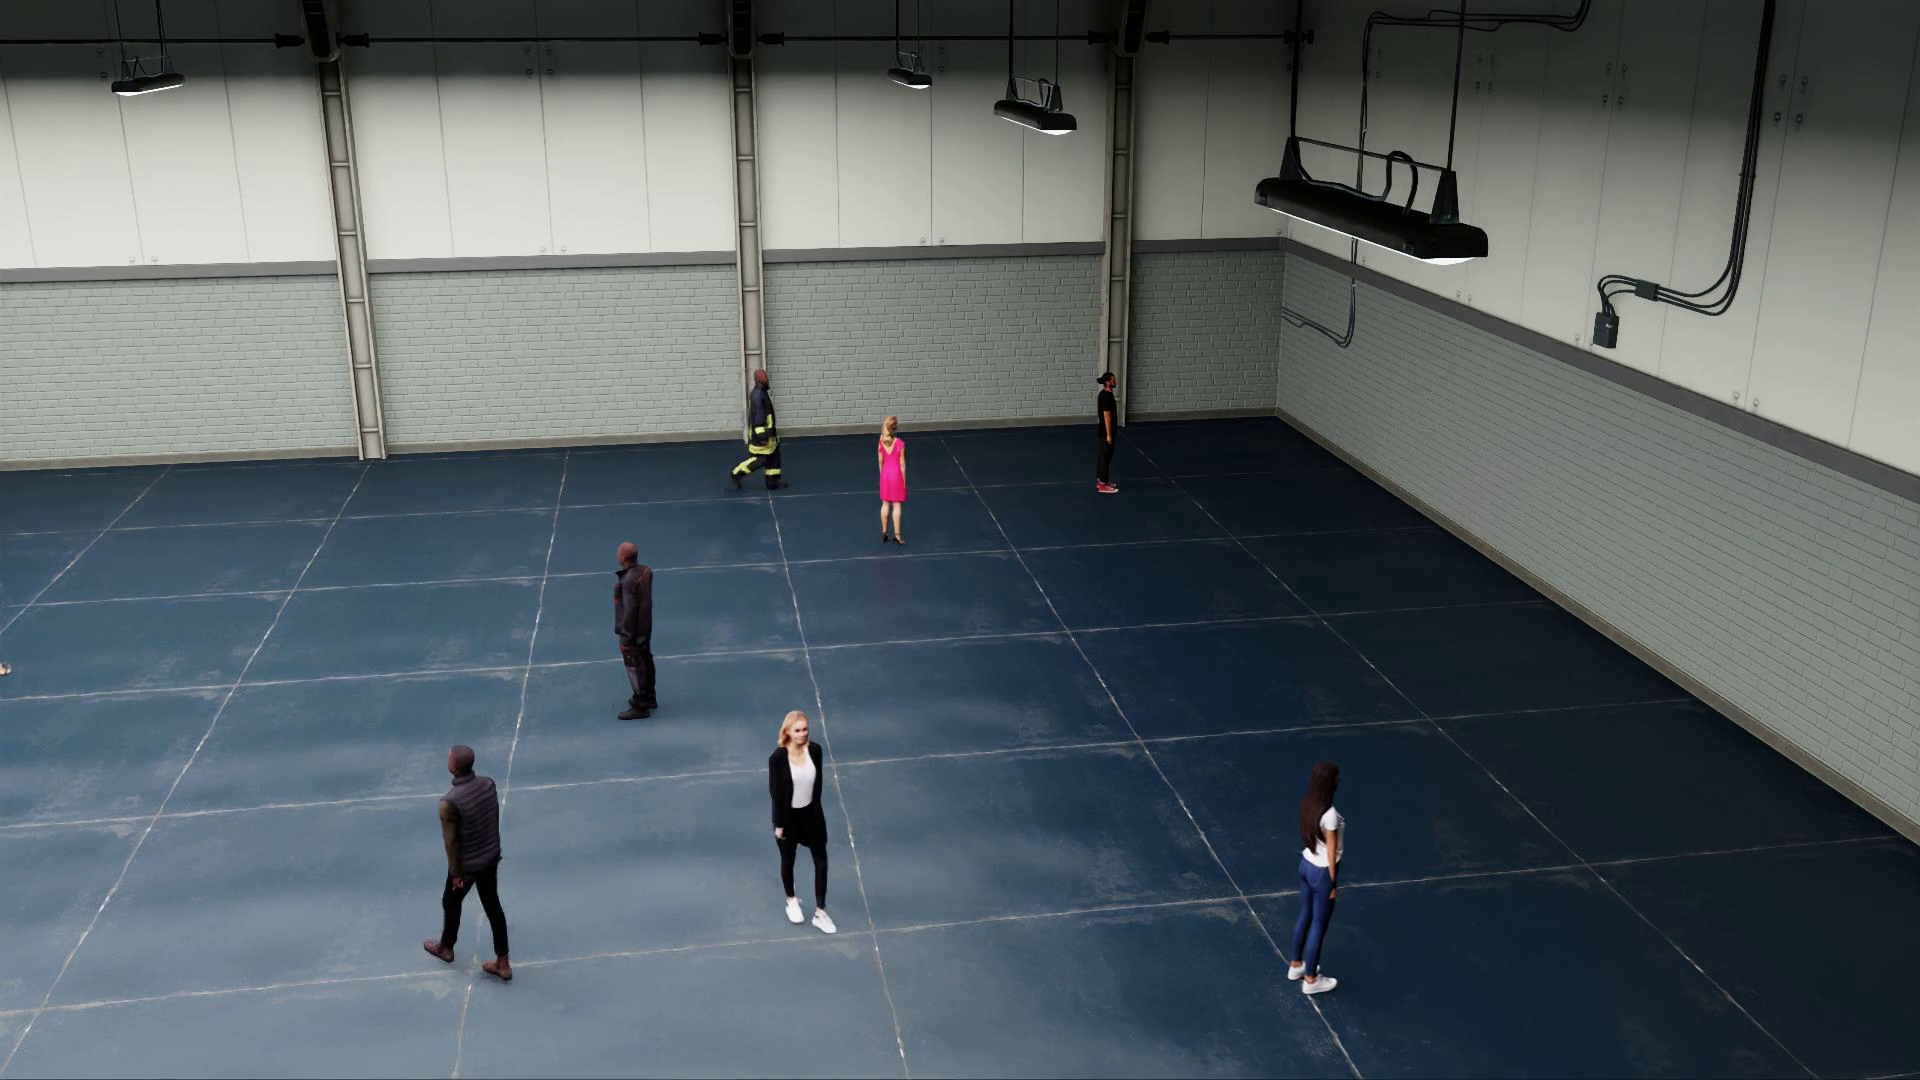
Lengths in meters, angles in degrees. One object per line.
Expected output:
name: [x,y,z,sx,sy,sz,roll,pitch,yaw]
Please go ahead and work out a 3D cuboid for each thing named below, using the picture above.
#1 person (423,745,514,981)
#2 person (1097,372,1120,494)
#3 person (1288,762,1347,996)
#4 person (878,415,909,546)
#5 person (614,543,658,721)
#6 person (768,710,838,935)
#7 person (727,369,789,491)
person: [-3.454,2.363,12.035,1.183,1.799,1.091,10,21,29]
person: [2.134,-1.579,24.207,0.624,1.758,0.662,0,18,-1]
person: [2.558,2.412,11.926,0.512,1.773,0.574,-3,18,-11]
person: [-0.895,-0.798,21.860,0.659,1.727,0.717,12,22,33]
person: [-3.215,0.879,16.560,0.720,1.819,0.768,3,18,8]
person: [-1.288,2.125,12.793,0.848,1.783,0.809,-8,20,-24]
person: [-2.962,-1.569,24.111,1.180,1.799,0.916,1,18,4]
